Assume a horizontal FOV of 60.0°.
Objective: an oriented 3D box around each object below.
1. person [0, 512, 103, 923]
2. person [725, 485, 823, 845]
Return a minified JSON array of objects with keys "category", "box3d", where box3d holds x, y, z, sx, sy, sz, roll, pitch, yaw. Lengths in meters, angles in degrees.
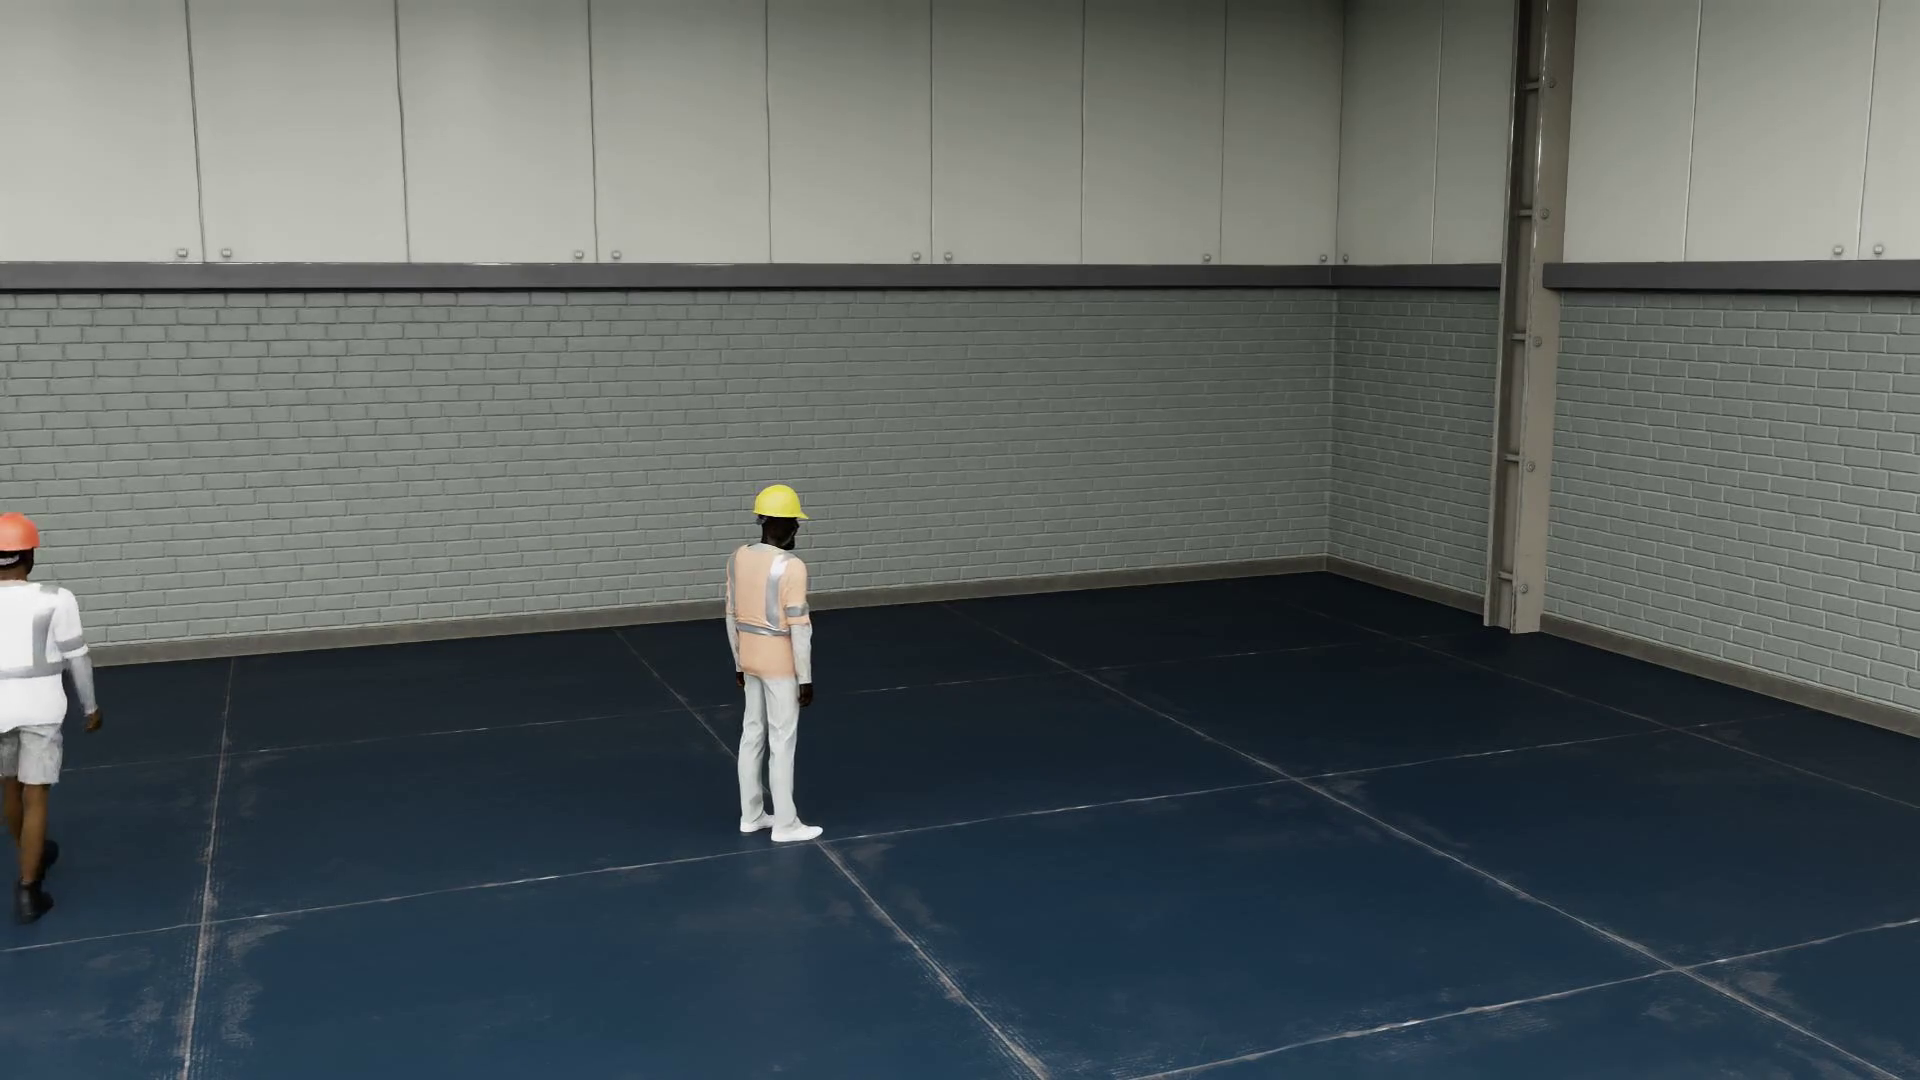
[{"category":"person","box3d":[-4.496,0.812,8.060,0.562,1.897,0.930,-1,9,-9]},{"category":"person","box3d":[-0.997,0.661,8.929,0.591,1.922,0.380,8,12,42]}]
